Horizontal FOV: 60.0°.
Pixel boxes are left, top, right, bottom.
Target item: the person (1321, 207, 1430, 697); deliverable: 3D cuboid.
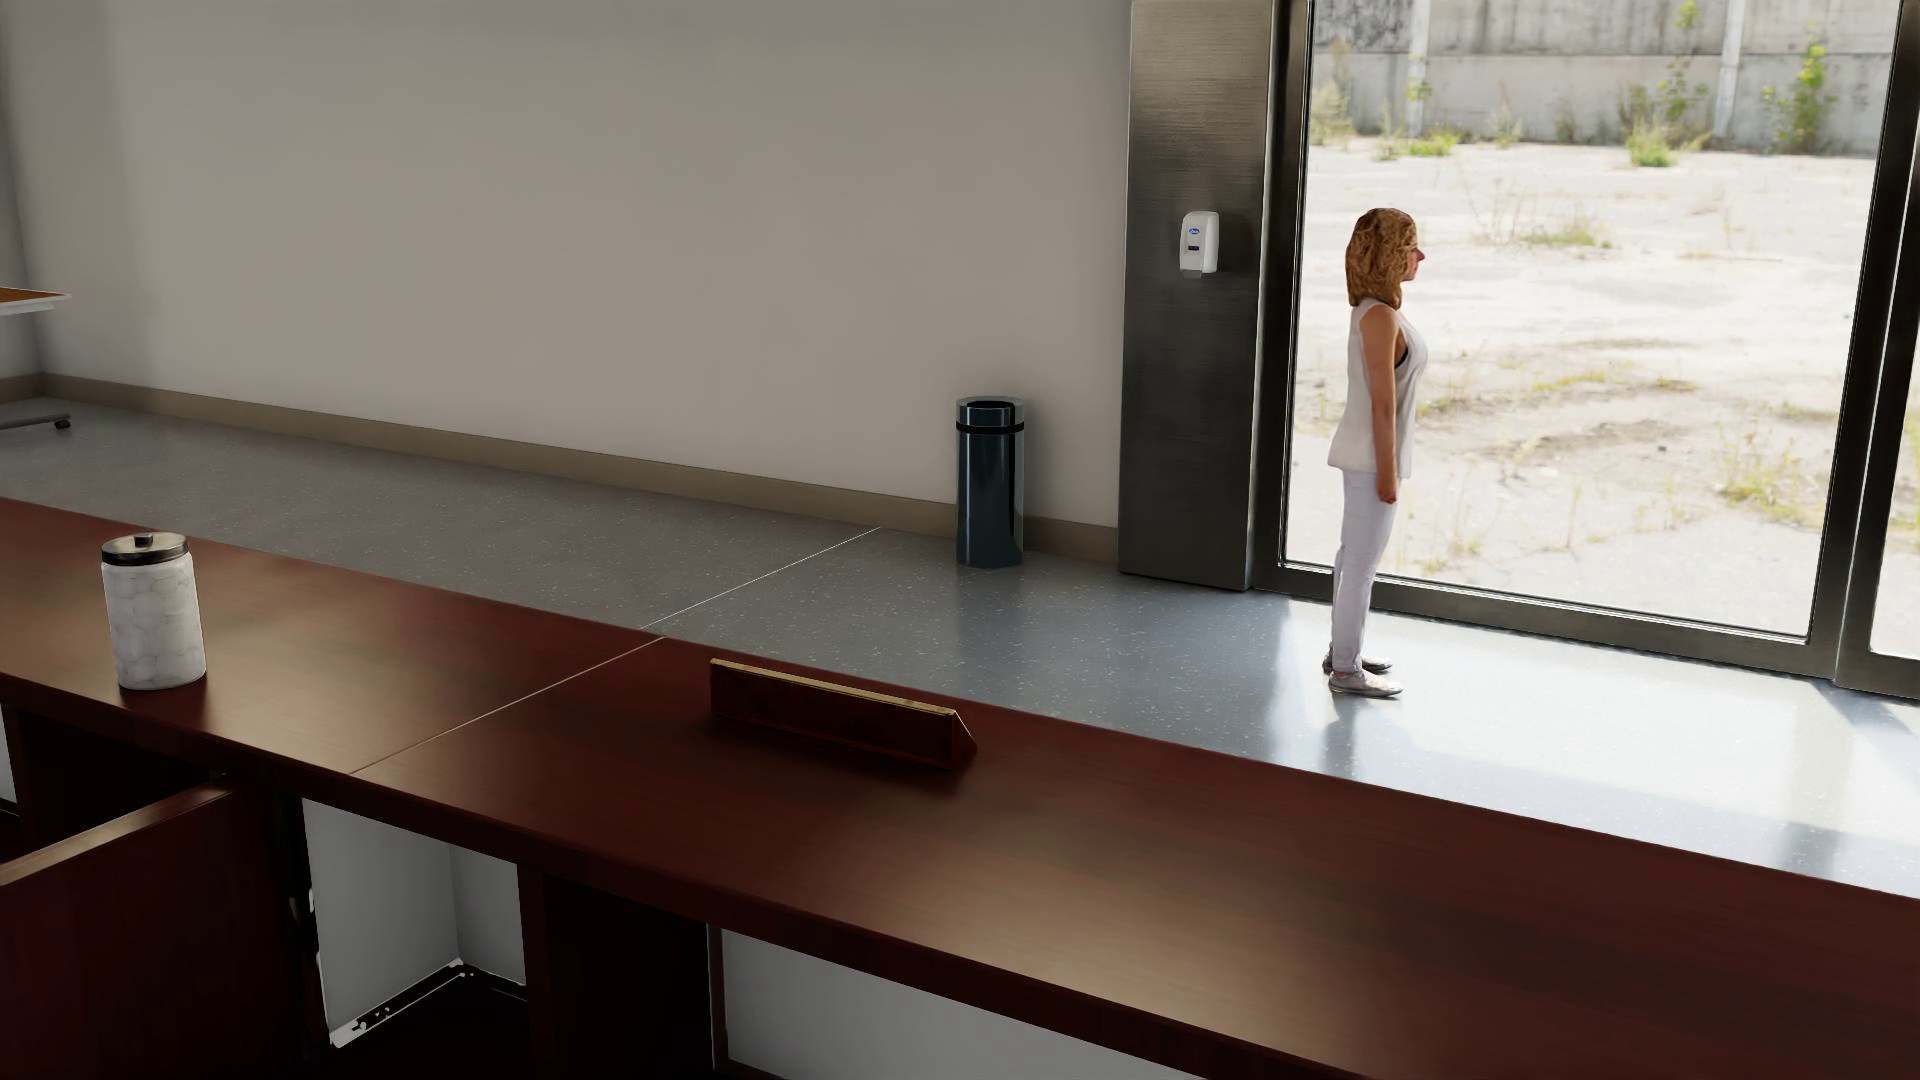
[{"bbox_3d":[1.416,-0.307,5.756,0.739,1.671,0.609,2,16,6],"label":"person"}]
